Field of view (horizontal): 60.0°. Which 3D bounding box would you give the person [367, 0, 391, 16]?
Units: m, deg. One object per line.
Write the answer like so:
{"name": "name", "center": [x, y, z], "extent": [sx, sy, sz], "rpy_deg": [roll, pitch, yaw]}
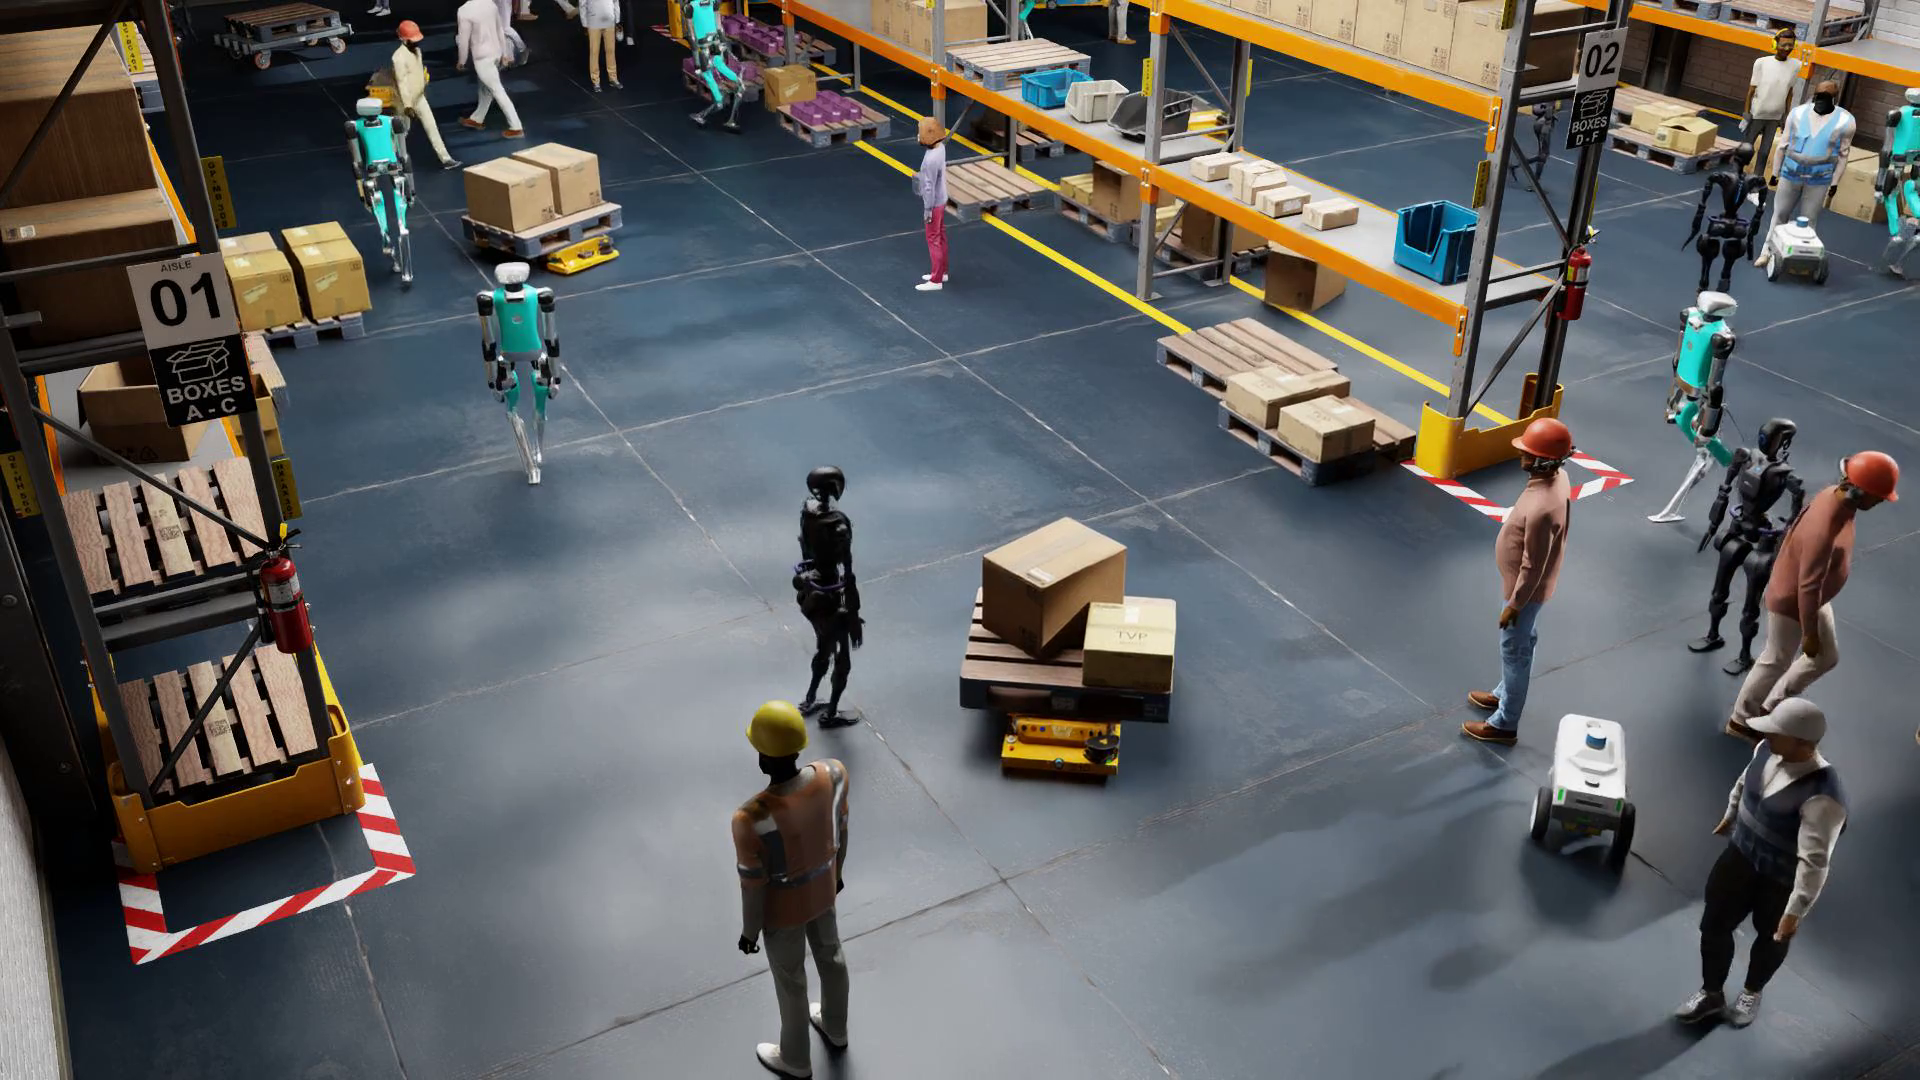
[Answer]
{"name": "person", "center": [-9.044, -8.909, 25.547], "extent": [0.272, 1.631, 0.508], "rpy_deg": [-23, 37, -34]}

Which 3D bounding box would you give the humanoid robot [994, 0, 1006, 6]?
{"name": "humanoid robot", "center": [0.356, -9.191, 26.059], "extent": [0.768, 1.650, 0.601], "rpy_deg": [-10, 31, -17]}

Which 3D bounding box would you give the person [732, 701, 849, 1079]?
{"name": "person", "center": [-0.717, 1.509, 7.120], "extent": [0.586, 1.928, 0.377], "rpy_deg": [-26, 39, -38]}

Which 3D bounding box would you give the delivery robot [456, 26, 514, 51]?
{"name": "delivery robot", "center": [-6.790, -7.273, 23.787], "extent": [0.802, 0.598, 0.499], "rpy_deg": [14, 33, 23]}

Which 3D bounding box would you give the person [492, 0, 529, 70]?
{"name": "person", "center": [-6.245, -7.359, 22.566], "extent": [0.542, 1.934, 0.452], "rpy_deg": [17, 34, 28]}

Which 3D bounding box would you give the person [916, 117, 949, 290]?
{"name": "person", "center": [-0.257, -3.131, 15.499], "extent": [0.287, 1.628, 0.497], "rpy_deg": [5, 30, 9]}

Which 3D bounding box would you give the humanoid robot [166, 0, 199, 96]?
{"name": "humanoid robot", "center": [-10.188, -6.597, 21.517], "extent": [0.680, 1.627, 0.600], "rpy_deg": [16, 33, 25]}

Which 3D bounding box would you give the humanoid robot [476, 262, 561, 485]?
{"name": "humanoid robot", "center": [-3.168, -1.206, 12.147], "extent": [0.545, 1.893, 0.774], "rpy_deg": [-7, 31, -12]}

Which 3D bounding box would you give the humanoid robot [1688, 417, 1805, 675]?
{"name": "humanoid robot", "center": [4.727, 0.020, 9.957], "extent": [0.328, 1.653, 0.601], "rpy_deg": [-14, 33, -23]}

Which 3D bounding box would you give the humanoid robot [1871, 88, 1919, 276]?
{"name": "humanoid robot", "center": [8.966, -3.256, 15.671], "extent": [0.535, 1.838, 0.788], "rpy_deg": [-5, 30, -8]}

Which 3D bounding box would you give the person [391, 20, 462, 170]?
{"name": "person", "center": [-6.146, -4.963, 18.612], "extent": [0.916, 1.693, 0.595], "rpy_deg": [7, 31, 12]}

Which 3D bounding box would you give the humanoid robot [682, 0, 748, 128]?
{"name": "humanoid robot", "center": [-2.898, -5.716, 19.882], "extent": [0.984, 1.730, 0.548], "rpy_deg": [23, 37, 35]}

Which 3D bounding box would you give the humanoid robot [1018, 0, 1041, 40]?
{"name": "humanoid robot", "center": [0.958, -7.805, 23.577], "extent": [0.653, 1.838, 0.543], "rpy_deg": [6, 30, 10]}

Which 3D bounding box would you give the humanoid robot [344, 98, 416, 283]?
{"name": "humanoid robot", "center": [-5.339, -3.169, 15.516], "extent": [0.541, 1.770, 1.044], "rpy_deg": [-10, 31, -16]}

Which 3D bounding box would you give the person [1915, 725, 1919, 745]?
{"name": "person", "center": [5.737, 0.316, 9.171], "extent": [0.604, 1.961, 0.378], "rpy_deg": [13, 32, 22]}

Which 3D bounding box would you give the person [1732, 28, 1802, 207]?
{"name": "person", "center": [8.508, -4.447, 17.544], "extent": [0.514, 1.873, 0.328], "rpy_deg": [1, 30, 2]}

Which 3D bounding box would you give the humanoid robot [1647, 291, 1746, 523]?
{"name": "humanoid robot", "center": [5.297, -0.860, 11.499], "extent": [0.868, 1.837, 0.550], "rpy_deg": [-5, 30, -8]}

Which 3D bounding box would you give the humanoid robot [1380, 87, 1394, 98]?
{"name": "humanoid robot", "center": [5.657, -6.535, 21.389], "extent": [0.745, 1.855, 0.538], "rpy_deg": [6, 30, 11]}

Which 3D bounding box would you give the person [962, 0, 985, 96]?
{"name": "person", "center": [0.123, -6.712, 21.452], "extent": [0.413, 1.907, 0.650], "rpy_deg": [-6, 30, -11]}

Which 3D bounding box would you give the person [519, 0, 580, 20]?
{"name": "person", "center": [-6.315, -8.792, 25.189], "extent": [0.997, 1.784, 0.621], "rpy_deg": [-10, 31, -18]}

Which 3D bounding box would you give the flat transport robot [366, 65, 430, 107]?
{"name": "flat transport robot", "center": [-7.358, -5.939, 21.749], "extent": [0.659, 0.231, 1.431], "rpy_deg": [-5, 30, -8]}

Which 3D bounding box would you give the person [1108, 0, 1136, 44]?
{"name": "person", "center": [2.346, -8.125, 23.930], "extent": [0.371, 1.890, 0.563], "rpy_deg": [-11, 32, -19]}

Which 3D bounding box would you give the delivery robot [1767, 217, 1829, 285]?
{"name": "delivery robot", "center": [8.041, -2.809, 15.995], "extent": [0.499, 0.577, 0.769], "rpy_deg": [6, 30, 10]}

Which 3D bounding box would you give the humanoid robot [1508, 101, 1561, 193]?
{"name": "humanoid robot", "center": [6.270, -4.594, 17.994], "extent": [0.506, 1.637, 0.609], "rpy_deg": [11, 32, 18]}

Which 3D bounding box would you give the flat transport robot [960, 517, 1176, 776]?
{"name": "flat transport robot", "center": [0.646, 0.878, 9.882], "extent": [0.659, 0.231, 1.431], "rpy_deg": [4, 30, 7]}

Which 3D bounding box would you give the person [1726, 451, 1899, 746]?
{"name": "person", "center": [4.649, 0.358, 9.097], "extent": [0.557, 1.950, 0.633], "rpy_deg": [22, 37, 33]}

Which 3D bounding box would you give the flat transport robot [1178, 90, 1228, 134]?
{"name": "flat transport robot", "center": [2.770, -5.310, 20.654], "extent": [0.659, 0.231, 1.431], "rpy_deg": [-9, 31, -16]}

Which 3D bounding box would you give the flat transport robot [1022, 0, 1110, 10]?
{"name": "flat transport robot", "center": [1.723, -8.607, 26.393], "extent": [1.431, 0.231, 0.659], "rpy_deg": [-3, 30, -6]}

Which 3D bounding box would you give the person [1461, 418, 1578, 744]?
{"name": "person", "center": [3.135, 0.232, 9.275], "extent": [0.375, 1.995, 0.610], "rpy_deg": [13, 32, 21]}

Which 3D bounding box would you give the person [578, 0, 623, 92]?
{"name": "person", "center": [-4.666, -6.750, 21.679], "extent": [0.564, 1.739, 0.347], "rpy_deg": [-18, 35, -29]}

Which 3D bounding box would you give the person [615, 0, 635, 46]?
{"name": "person", "center": [-4.845, -7.991, 23.746], "extent": [0.547, 1.832, 0.406], "rpy_deg": [-7, 31, -13]}

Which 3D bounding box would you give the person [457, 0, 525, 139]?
{"name": "person", "center": [-5.686, -5.747, 19.802], "extent": [1.003, 1.878, 0.633], "rpy_deg": [10, 31, 17]}

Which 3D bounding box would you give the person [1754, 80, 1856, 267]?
{"name": "person", "center": [8.058, -3.458, 15.852], "extent": [0.633, 1.841, 0.429], "rpy_deg": [20, 35, 30]}

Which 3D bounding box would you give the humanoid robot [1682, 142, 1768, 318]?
{"name": "humanoid robot", "center": [6.722, -2.677, 14.663], "extent": [0.593, 1.645, 0.354], "rpy_deg": [5, 30, 9]}

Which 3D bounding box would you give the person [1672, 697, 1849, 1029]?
{"name": "person", "center": [3.536, 1.468, 7.387], "extent": [0.608, 1.732, 0.672], "rpy_deg": [-16, 33, -25]}

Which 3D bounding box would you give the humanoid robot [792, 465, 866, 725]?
{"name": "humanoid robot", "center": [-0.768, 0.322, 9.434], "extent": [0.340, 1.655, 0.599], "rpy_deg": [-17, 34, -27]}

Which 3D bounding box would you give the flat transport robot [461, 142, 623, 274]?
{"name": "flat transport robot", "center": [-4.129, -2.961, 16.565], "extent": [1.431, 0.231, 0.659], "rpy_deg": [22, 36, 33]}

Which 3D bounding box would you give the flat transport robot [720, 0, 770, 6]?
{"name": "flat transport robot", "center": [-3.262, -8.685, 26.528], "extent": [1.431, 0.231, 0.659], "rpy_deg": [-8, 31, -13]}

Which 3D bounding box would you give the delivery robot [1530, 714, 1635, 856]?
{"name": "delivery robot", "center": [3.361, 1.297, 8.881], "extent": [0.525, 0.610, 0.781], "rpy_deg": [10, 31, 16]}
